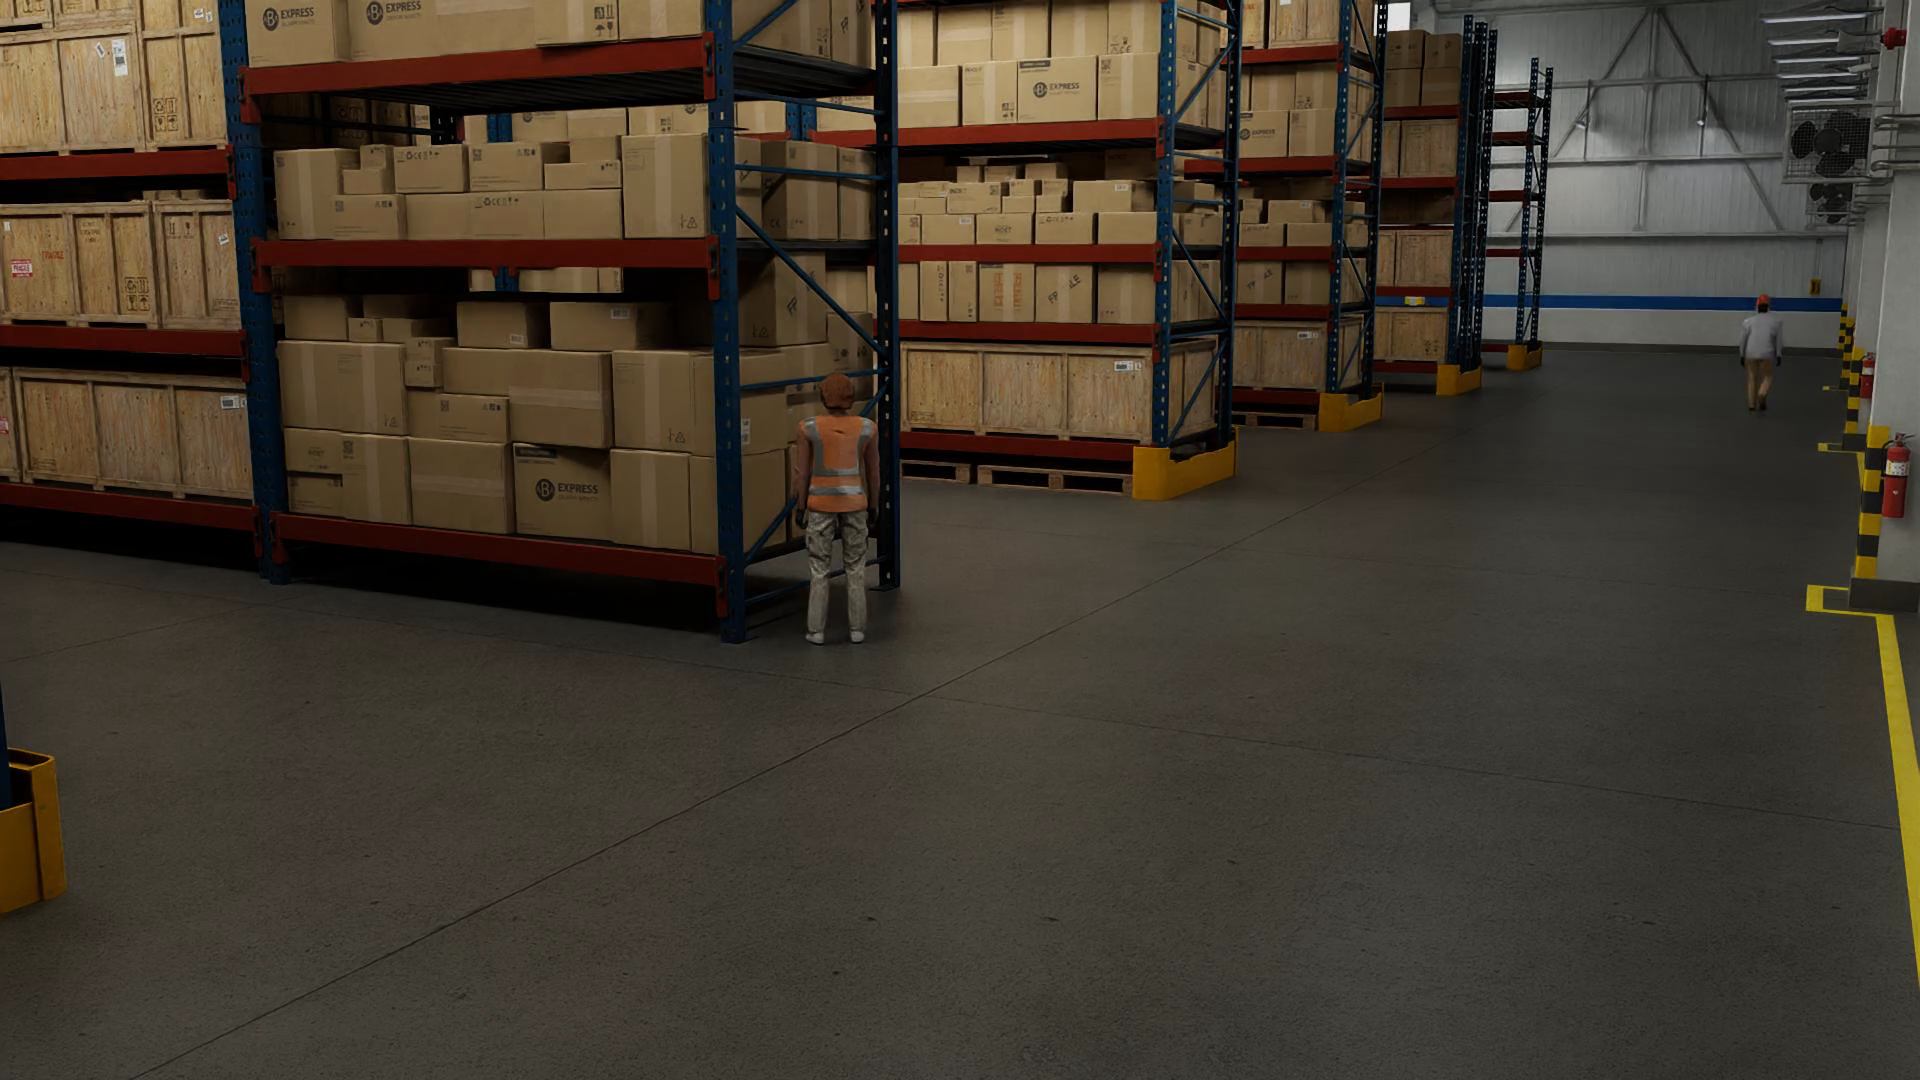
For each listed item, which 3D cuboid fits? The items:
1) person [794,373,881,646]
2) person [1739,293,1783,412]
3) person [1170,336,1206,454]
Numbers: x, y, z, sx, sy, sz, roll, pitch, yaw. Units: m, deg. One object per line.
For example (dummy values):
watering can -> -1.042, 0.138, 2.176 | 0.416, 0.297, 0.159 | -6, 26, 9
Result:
person -> -0.725, -0.179, 9.899 | 0.524, 1.631, 0.318 | -3, 10, -15
person -> 11.732, -2.736, 24.375 | 0.592, 1.735, 0.380 | 6, 11, 30
person -> 2.535, -1.785, 18.760 | 0.915, 1.788, 0.607 | 6, 11, 30
